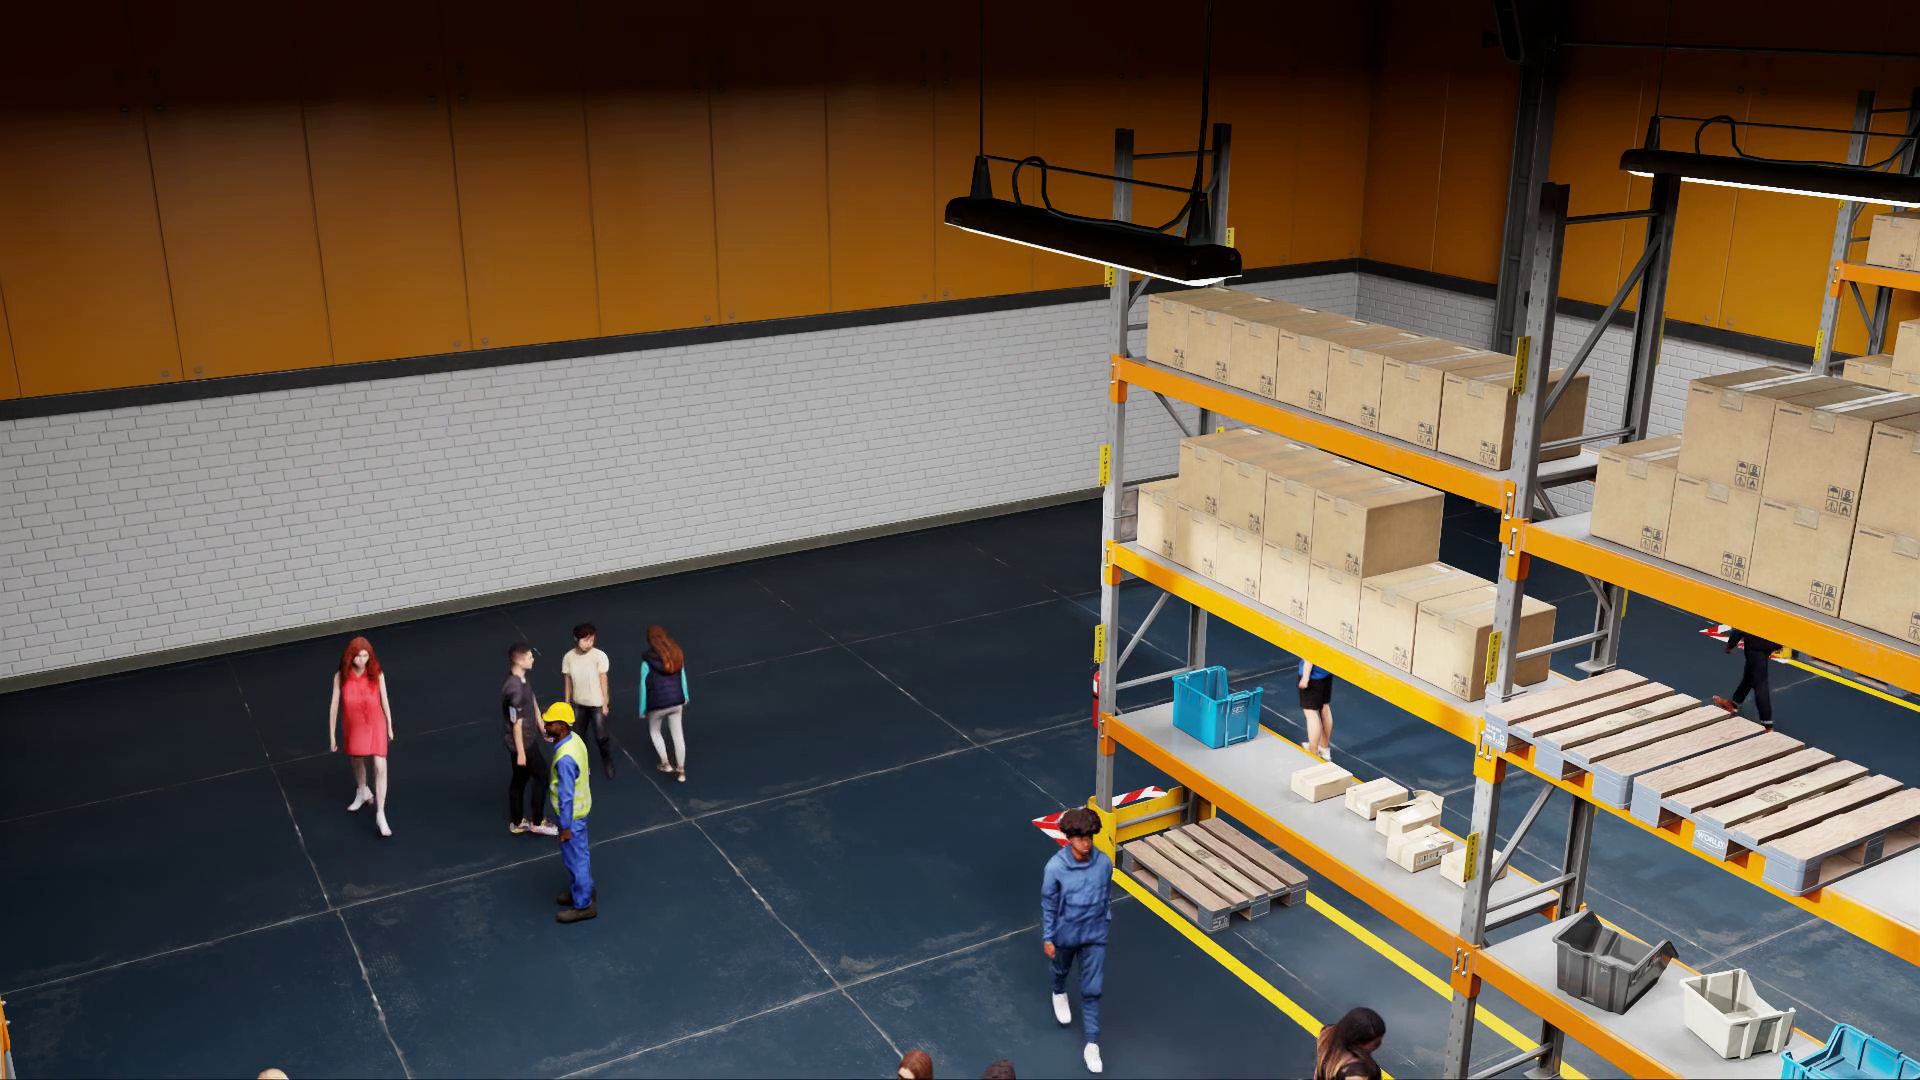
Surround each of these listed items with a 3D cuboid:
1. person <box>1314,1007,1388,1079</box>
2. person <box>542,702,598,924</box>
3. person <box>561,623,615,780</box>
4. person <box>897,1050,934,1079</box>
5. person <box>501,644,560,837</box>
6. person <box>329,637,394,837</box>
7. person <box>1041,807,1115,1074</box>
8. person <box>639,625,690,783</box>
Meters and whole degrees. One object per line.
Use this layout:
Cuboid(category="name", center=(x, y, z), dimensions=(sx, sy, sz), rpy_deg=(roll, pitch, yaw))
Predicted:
Cuboid(category="person", center=(2.108, 3.339, 9.496), dimensions=(0.912, 1.676, 0.637), rpy_deg=(-10, 21, -27))
Cuboid(category="person", center=(-3.030, 2.096, 12.975), dimensions=(0.799, 1.812, 0.650), rpy_deg=(-3, 19, -8))
Cuboid(category="person", center=(-3.345, 1.482, 15.165), dimensions=(0.695, 1.578, 0.763), rpy_deg=(9, 21, 25))
Cuboid(category="person", center=(-0.231, 3.488, 8.977), dimensions=(0.558, 1.725, 0.693), rpy_deg=(16, 24, 39))
Cuboid(category="person", center=(-3.821, 1.724, 14.186), dimensions=(0.789, 1.743, 0.711), rpy_deg=(-4, 19, -11))
Cuboid(category="person", center=(-5.149, 1.649, 14.344), dimensions=(0.834, 1.785, 0.991), rpy_deg=(-2, 19, -7))
Cuboid(category="person", center=(0.779, 2.639, 11.430), dimensions=(0.970, 1.769, 1.265), rpy_deg=(-3, 19, -9))
Cuboid(category="person", center=(-2.685, 1.521, 15.211), dimensions=(0.659, 1.475, 0.611), rpy_deg=(-9, 20, -24))
